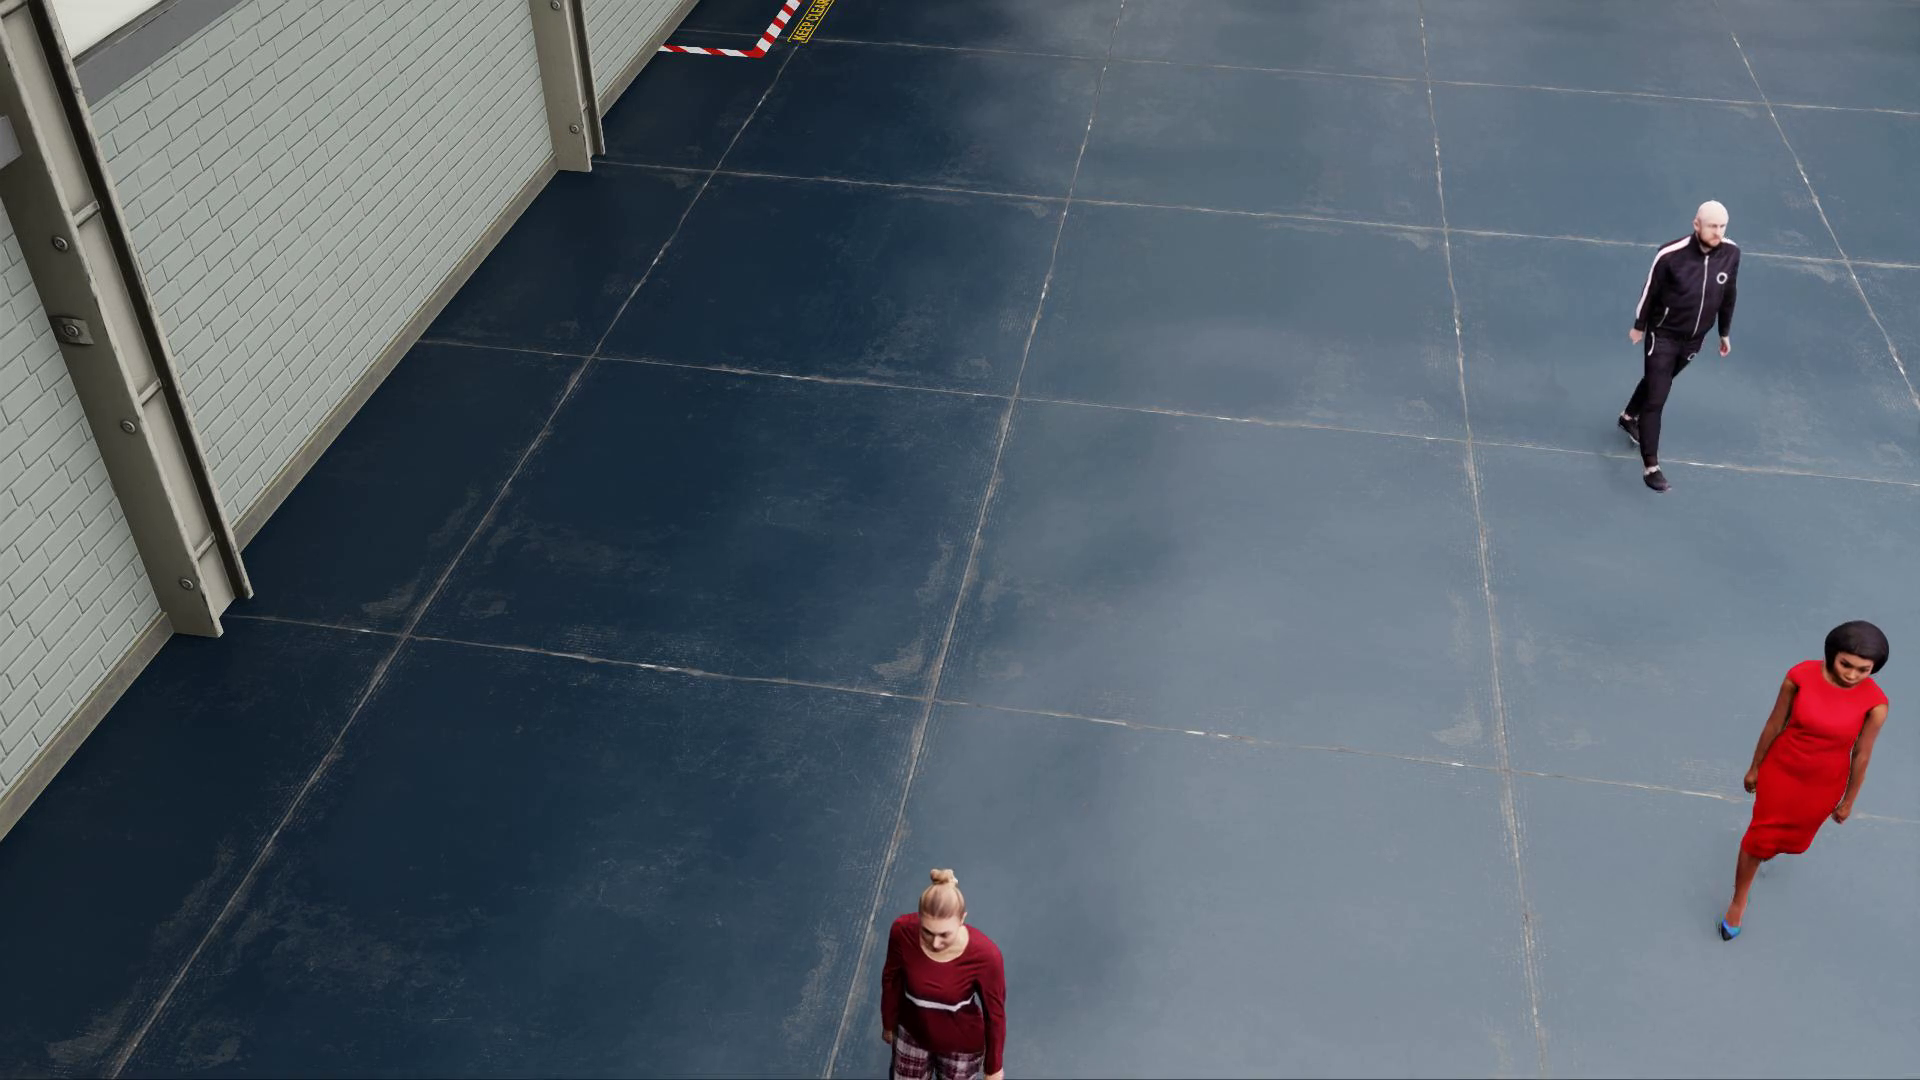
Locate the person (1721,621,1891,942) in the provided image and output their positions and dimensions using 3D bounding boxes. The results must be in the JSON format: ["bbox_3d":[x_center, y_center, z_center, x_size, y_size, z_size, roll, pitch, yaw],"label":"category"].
[{"bbox_3d":[3.725,1.009,7.317,0.808,1.730,0.990,22,43,25],"label":"person"}]

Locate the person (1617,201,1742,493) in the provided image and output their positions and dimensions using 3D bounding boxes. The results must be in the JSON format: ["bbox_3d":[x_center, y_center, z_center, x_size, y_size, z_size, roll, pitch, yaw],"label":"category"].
[{"bbox_3d":[4.337,-1.289,10.211,0.930,1.785,1.257,-6,38,-8],"label":"person"}]

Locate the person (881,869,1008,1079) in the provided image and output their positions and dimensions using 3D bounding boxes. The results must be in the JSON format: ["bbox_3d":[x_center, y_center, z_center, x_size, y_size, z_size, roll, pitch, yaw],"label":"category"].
[{"bbox_3d":[-0.053,1.806,6.331,0.664,1.691,0.621,9,39,11],"label":"person"}]
